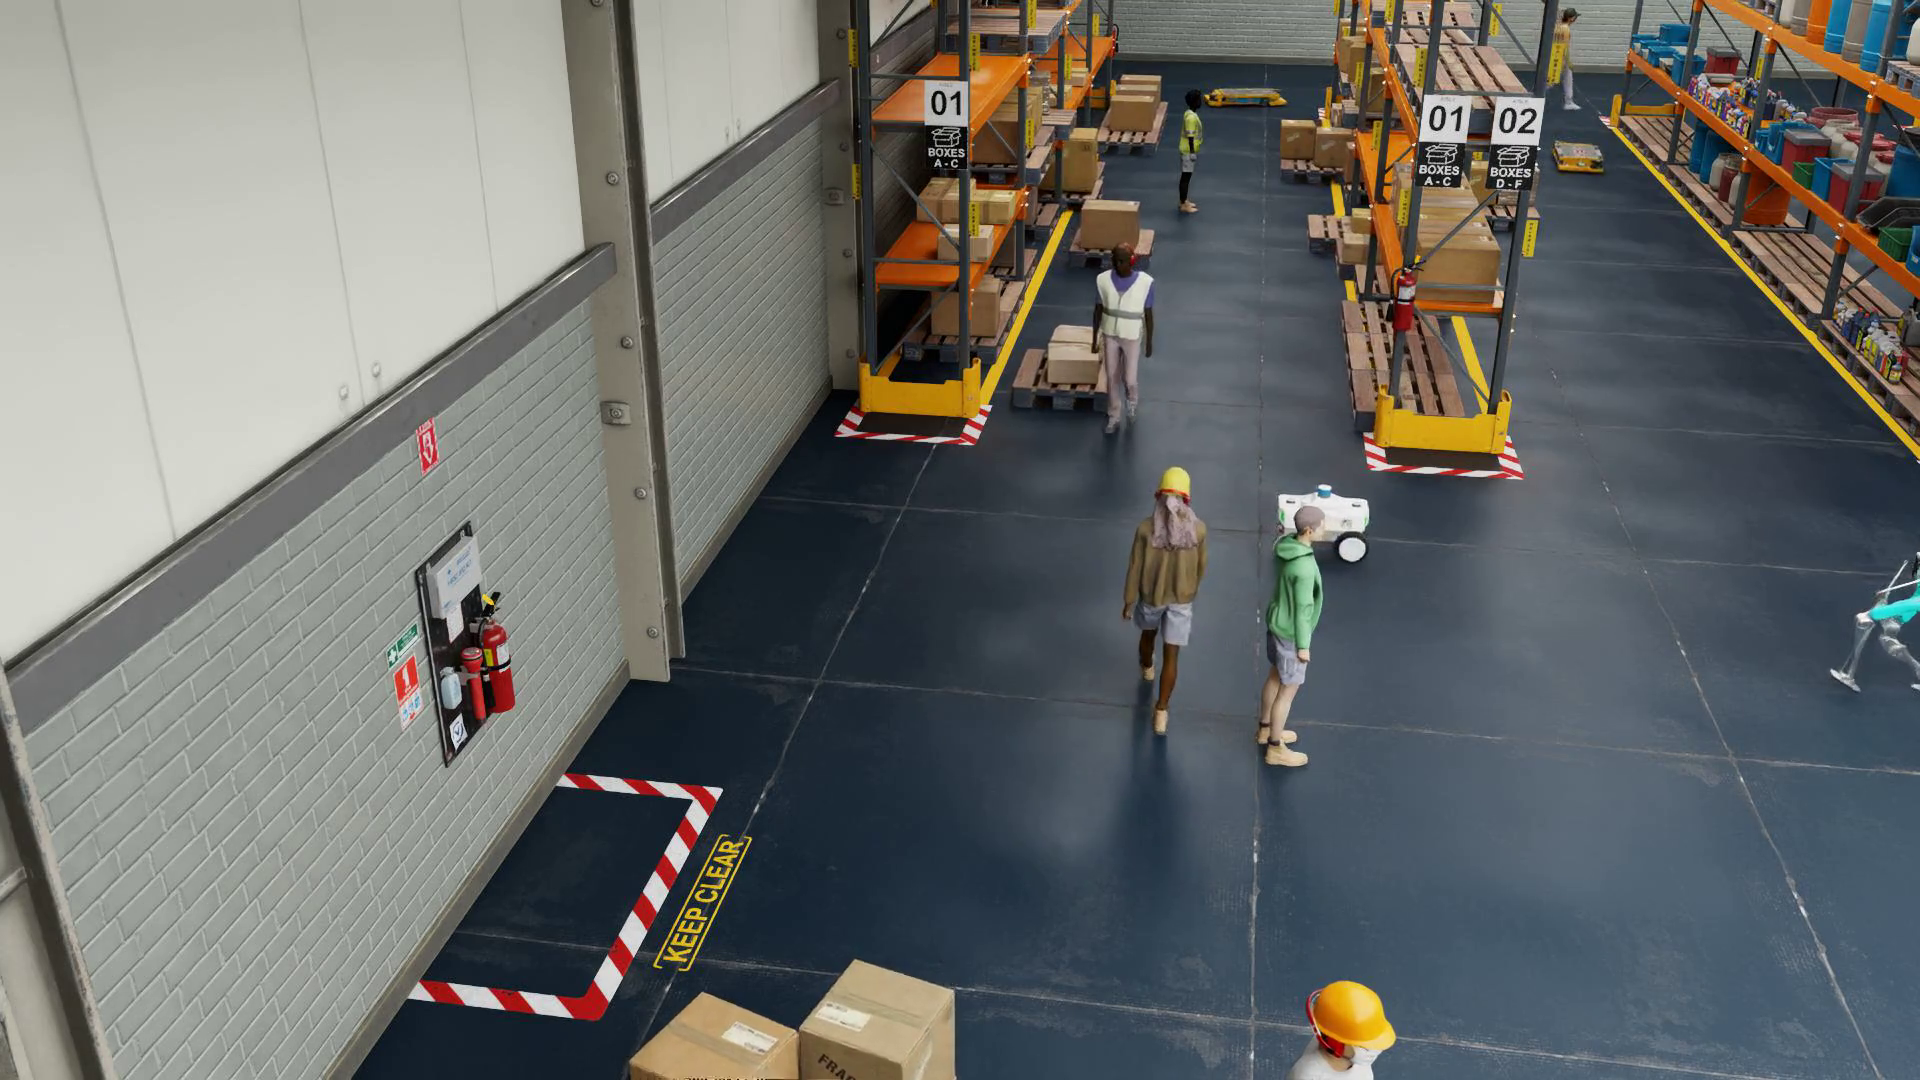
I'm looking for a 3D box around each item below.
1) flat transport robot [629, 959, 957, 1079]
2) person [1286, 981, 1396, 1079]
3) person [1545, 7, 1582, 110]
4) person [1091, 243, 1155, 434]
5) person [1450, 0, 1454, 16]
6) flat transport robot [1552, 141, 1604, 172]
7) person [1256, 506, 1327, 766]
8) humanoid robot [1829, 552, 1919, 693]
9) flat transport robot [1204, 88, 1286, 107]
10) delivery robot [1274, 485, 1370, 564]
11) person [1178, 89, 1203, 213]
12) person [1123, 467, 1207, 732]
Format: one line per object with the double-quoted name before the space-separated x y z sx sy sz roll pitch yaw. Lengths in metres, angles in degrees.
"flat transport robot" -0.757 2.808 7.348 0.659 0.231 1.431 9 26 18
"person" 1.370 2.424 6.269 0.383 1.890 0.556 15 29 30
"person" 10.908 -8.742 30.235 0.951 1.819 0.512 7 26 15
"person" 1.509 -1.883 15.540 0.581 1.827 0.460 10 27 21
"person" 9.238 -9.391 31.688 0.534 1.767 0.314 -4 25 -8
"flat transport robot" 9.775 -6.057 26.322 0.659 0.231 1.431 6 26 13
"person" 2.062 0.586 10.375 0.320 1.735 0.478 -2 25 -4
"humanoid robot" 6.281 0.274 11.092 1.015 1.774 0.535 2 25 5
"flat transport robot" 5.314 -8.251 31.018 1.431 0.231 0.659 0 25 -1
"delivery robot" 2.924 -0.139 13.339 0.810 0.612 0.499 3 25 7
"person" 3.239 -5.468 23.372 0.319 1.697 0.532 2 25 4
"person" 1.345 0.324 10.954 0.518 1.709 0.931 3 25 7
